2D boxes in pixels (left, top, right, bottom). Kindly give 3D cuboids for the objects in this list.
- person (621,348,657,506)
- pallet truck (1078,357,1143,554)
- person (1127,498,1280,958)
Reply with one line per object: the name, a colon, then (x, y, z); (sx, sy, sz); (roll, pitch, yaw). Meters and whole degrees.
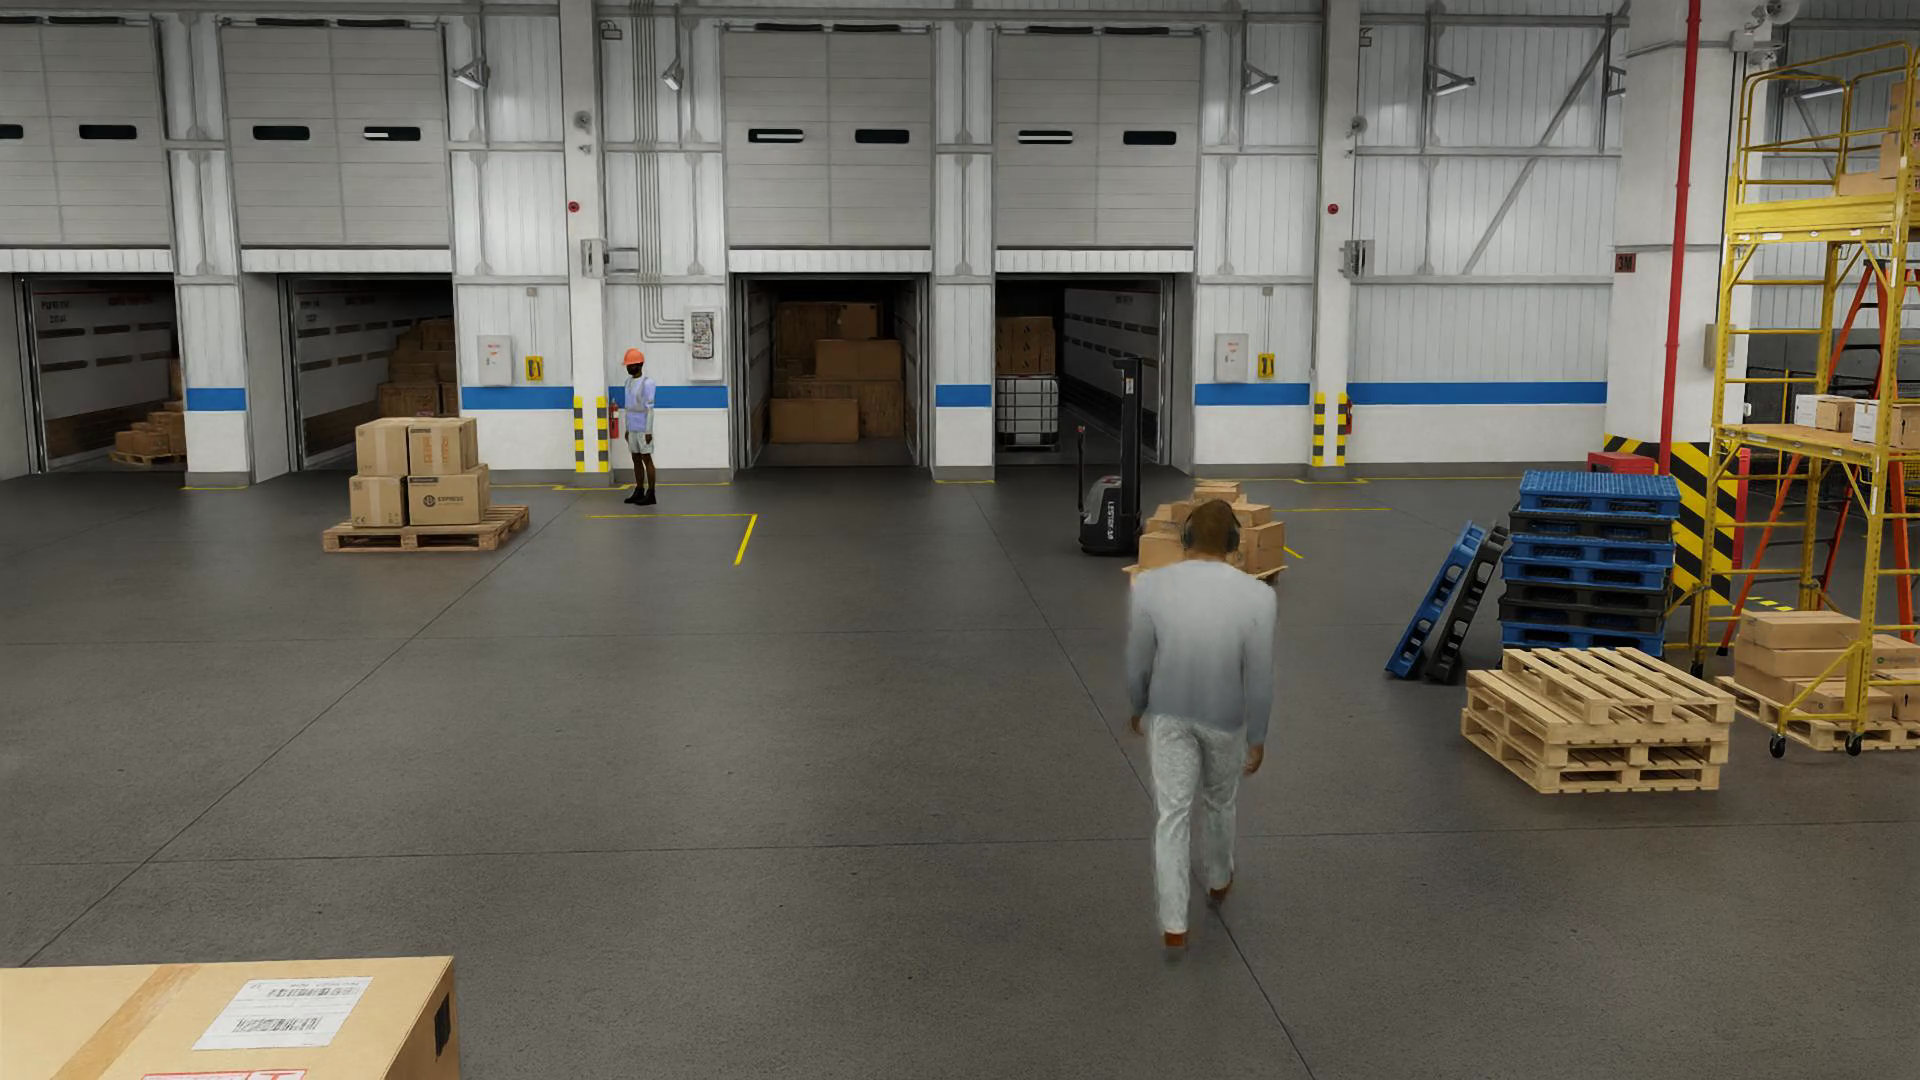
person: (-3.962, -1.386, 20.435); (0.389, 1.930, 0.543); (-9, 13, -44)
pallet truck: (2.088, -0.836, 16.757); (1.885, 1.965, 0.823); (2, 9, 13)
person: (1.022, 0.762, 7.092); (0.643, 1.889, 1.018); (2, 9, 13)
